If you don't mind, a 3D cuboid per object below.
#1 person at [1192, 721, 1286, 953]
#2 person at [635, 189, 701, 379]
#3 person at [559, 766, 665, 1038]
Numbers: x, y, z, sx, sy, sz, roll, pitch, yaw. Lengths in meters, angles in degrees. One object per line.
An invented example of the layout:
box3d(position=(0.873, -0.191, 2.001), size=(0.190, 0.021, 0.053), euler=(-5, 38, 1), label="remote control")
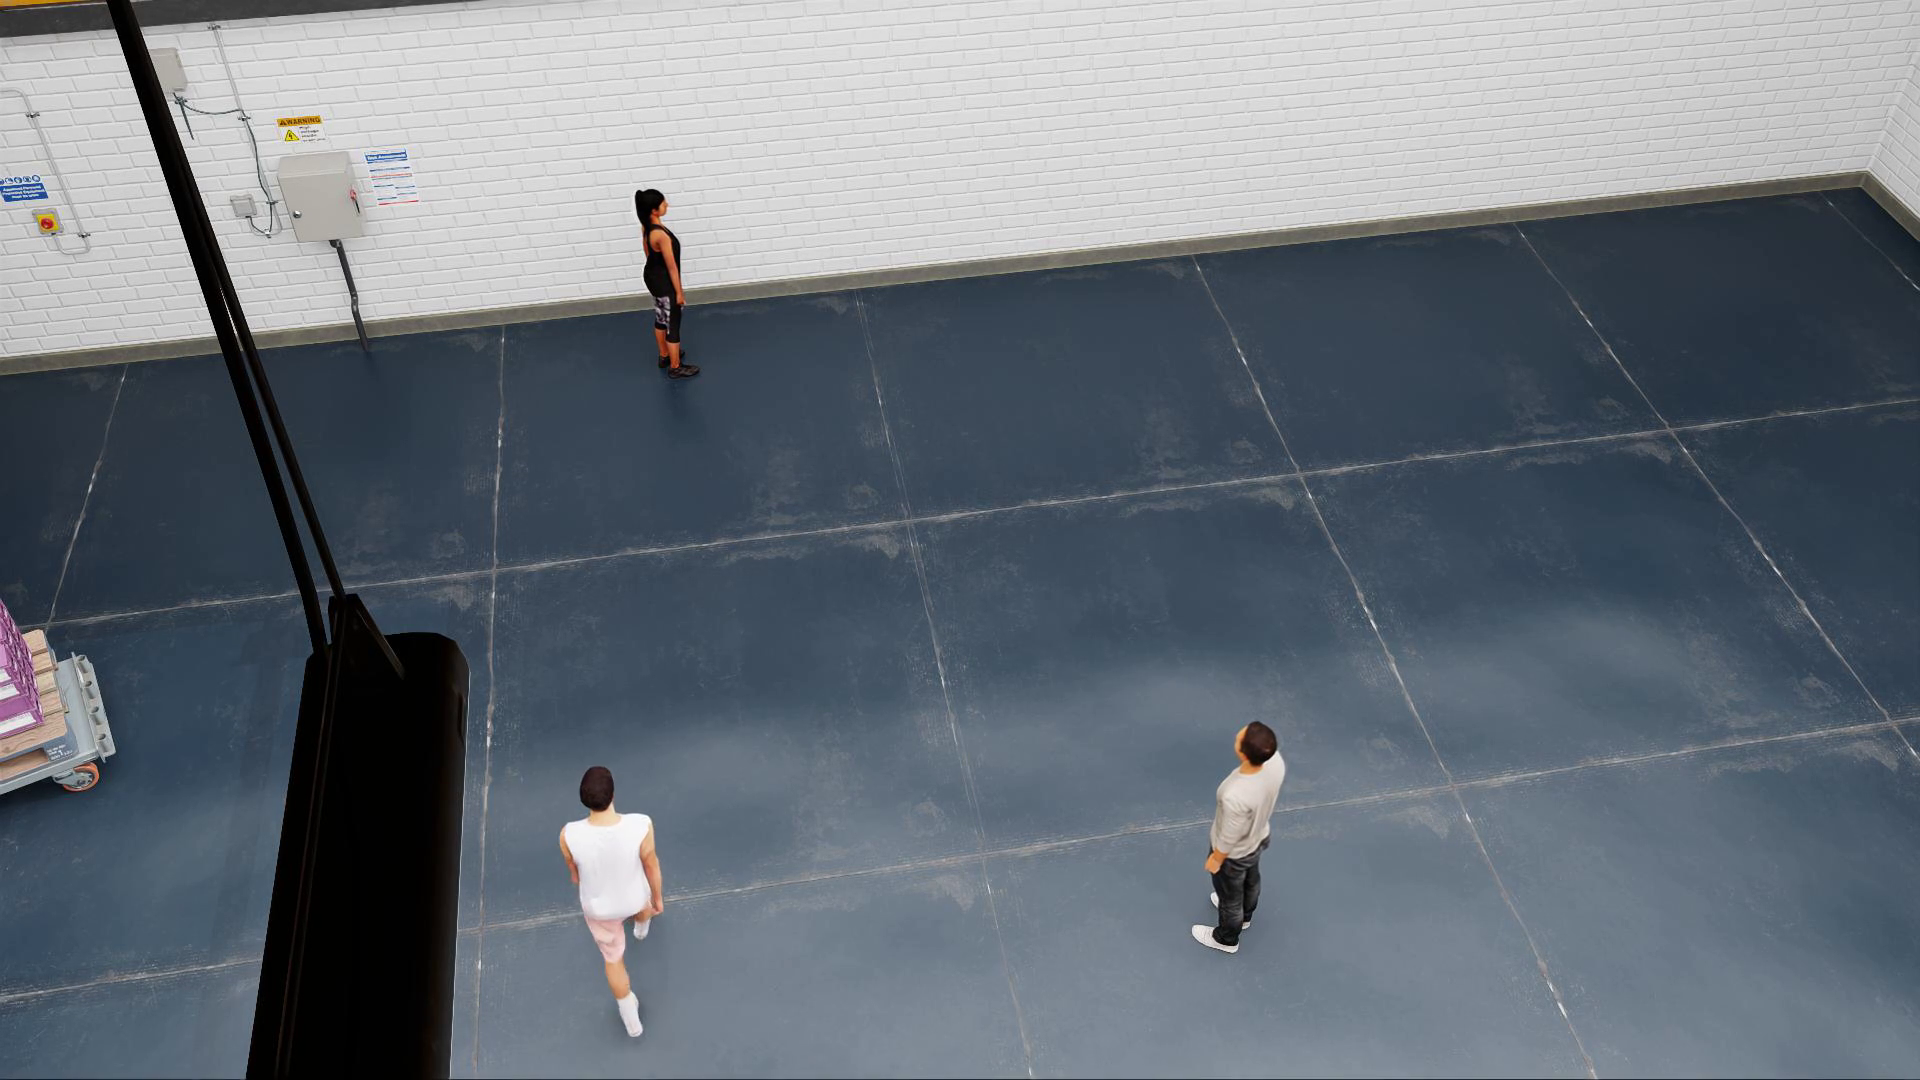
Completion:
box3d(position=(1.533, 1.613, 9.004), size=(0.771, 1.811, 0.724), euler=(29, 51, 27), label="person")
box3d(position=(-2.303, -2.011, 12.915), size=(0.711, 1.663, 0.575), euler=(-25, 49, -24), label="person")
box3d(position=(-1.817, 1.922, 8.730), size=(0.698, 1.742, 1.150), euler=(-10, 45, -11), label="person")
